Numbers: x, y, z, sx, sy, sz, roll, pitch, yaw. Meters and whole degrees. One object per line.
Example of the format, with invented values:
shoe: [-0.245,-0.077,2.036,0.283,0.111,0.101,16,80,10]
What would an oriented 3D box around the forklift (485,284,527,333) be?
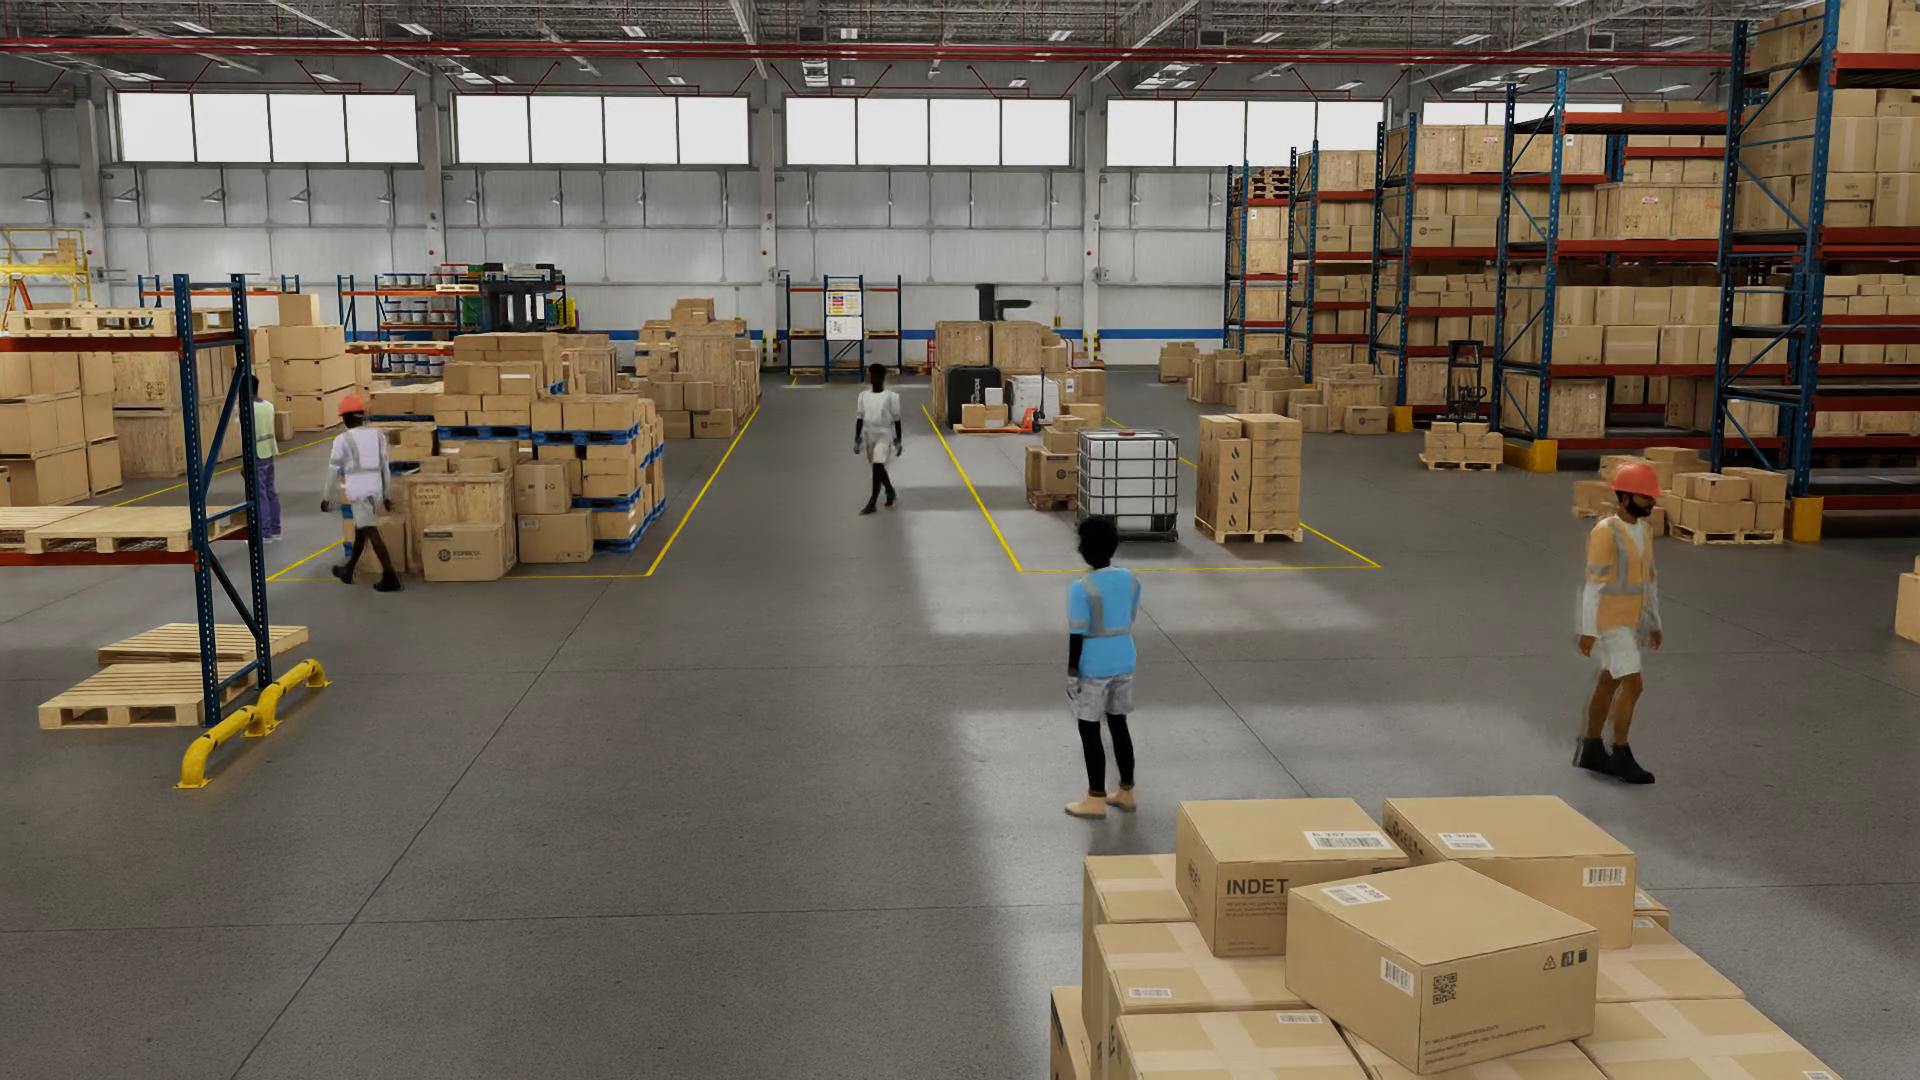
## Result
forklift: [-10.012,-4.269,36.839,1.129,2.768,1.873,5,10,30]

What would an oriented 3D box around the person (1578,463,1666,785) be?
person: [4.019,0.500,9.896,0.579,1.915,0.681,-8,12,-41]

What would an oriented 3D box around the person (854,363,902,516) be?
person: [-1.025,-1.311,21.267,0.614,1.927,0.999,5,10,29]

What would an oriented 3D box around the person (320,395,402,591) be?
person: [-5.785,-0.448,16.021,1.034,1.875,0.567,5,10,30]

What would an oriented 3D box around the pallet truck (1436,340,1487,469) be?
pallet truck: [8.004,-2.170,26.422,0.823,1.965,1.885,2,9,14]

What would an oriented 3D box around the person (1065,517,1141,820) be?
person: [0.790,0.713,9.286,0.537,1.688,0.319,-8,12,-40]

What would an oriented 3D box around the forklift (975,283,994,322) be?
forklift: [0.615,-4.766,39.959,1.873,2.768,1.129,-1,9,-4]

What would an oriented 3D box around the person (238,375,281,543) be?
person: [-7.920,-0.914,18.798,0.391,1.914,0.590,1,9,6]
